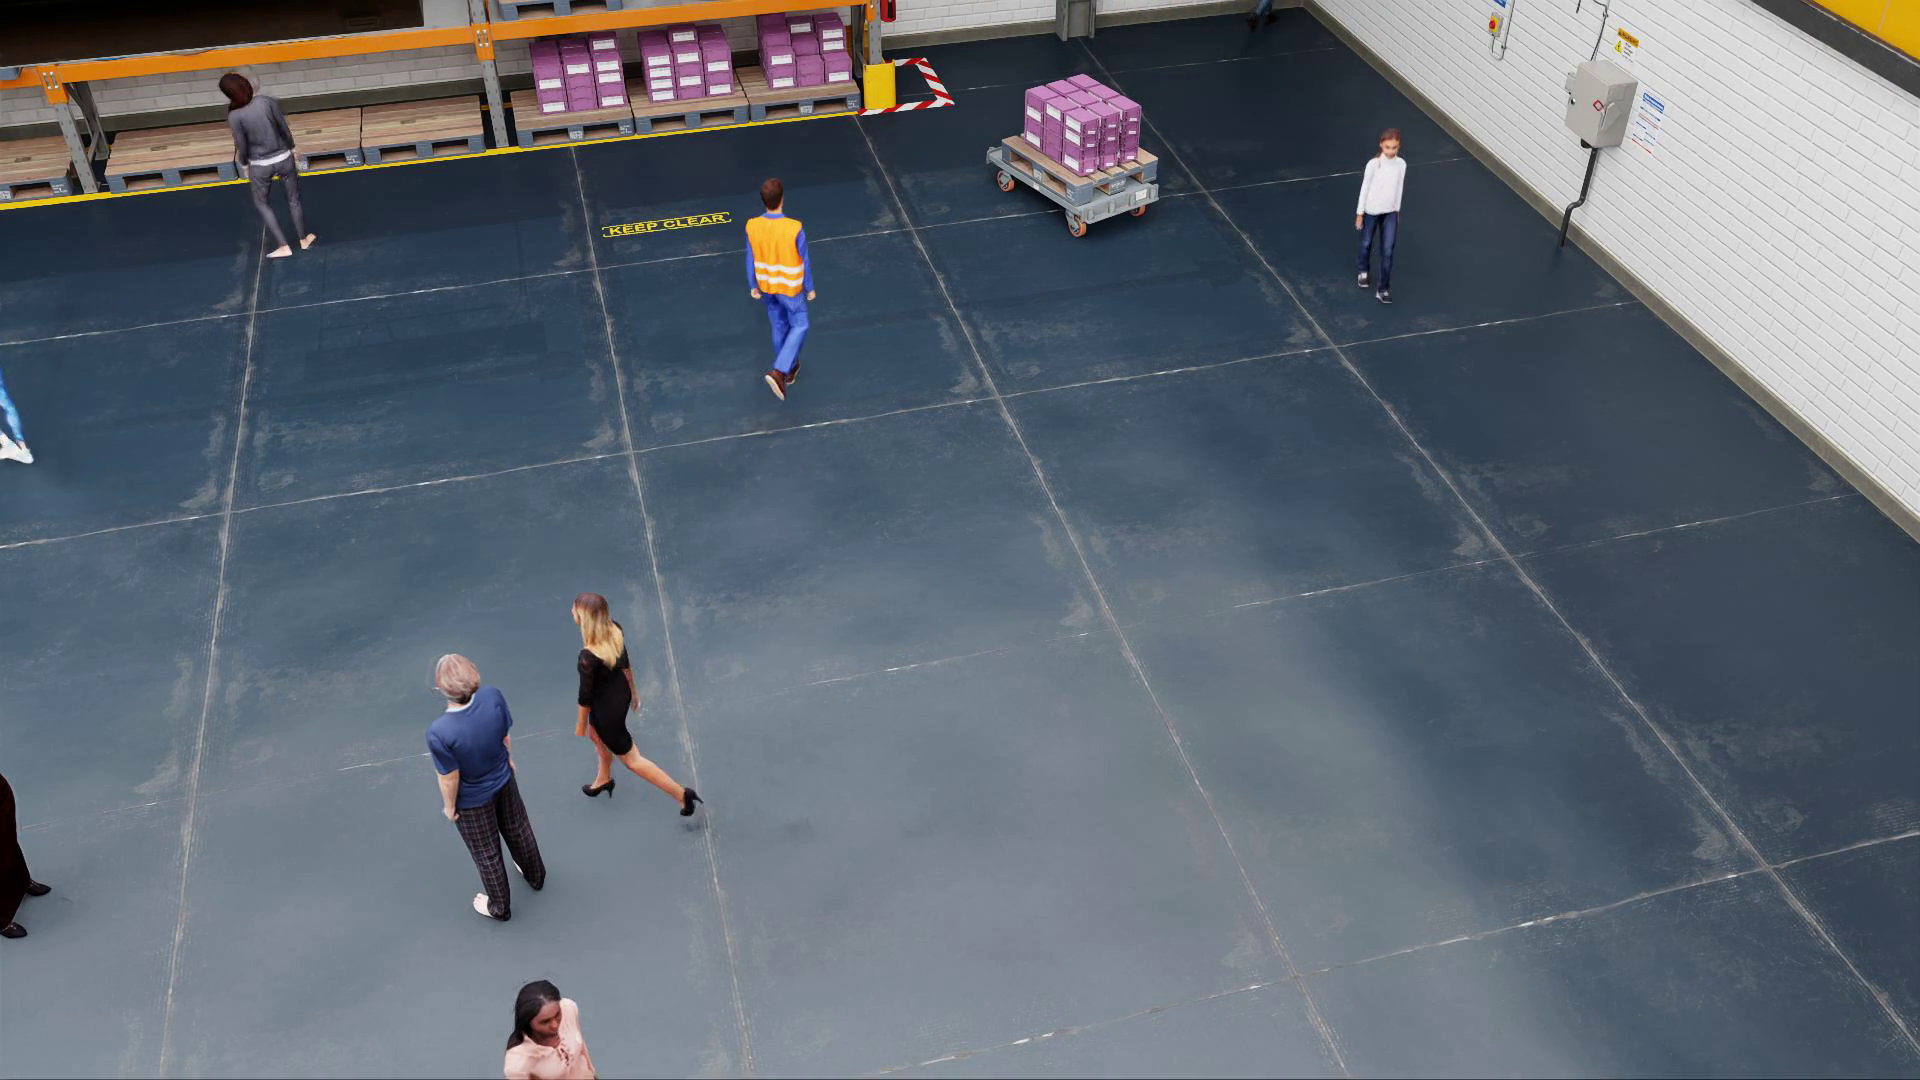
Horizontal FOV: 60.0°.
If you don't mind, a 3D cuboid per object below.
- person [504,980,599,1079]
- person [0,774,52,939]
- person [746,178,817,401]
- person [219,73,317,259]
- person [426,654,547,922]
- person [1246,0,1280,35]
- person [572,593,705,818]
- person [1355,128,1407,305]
[{"bbox_3d":[-1.824,2.578,7.587,0.730,1.719,0.692,16,41,19],"label":"person"},{"bbox_3d":[-5.376,1.443,8.979,0.692,1.757,0.724,0,39,0],"label":"person"},{"bbox_3d":[-1.425,-1.944,13.145,1.057,1.849,1.055,11,40,13],"label":"person"},{"bbox_3d":[-6.227,-3.431,15.088,0.682,1.749,0.830,-13,40,-16],"label":"person"},{"bbox_3d":[-2.587,1.331,9.027,0.795,1.872,0.706,25,45,28],"label":"person"},{"bbox_3d":[3.584,-6.688,19.261,1.050,1.631,0.846,-30,47,-32],"label":"person"},{"bbox_3d":[-1.941,1.009,9.612,1.112,1.645,0.847,6,39,8],"label":"person"},{"bbox_3d":[3.677,-2.927,14.629,0.893,1.535,0.795,2,39,2],"label":"person"}]
